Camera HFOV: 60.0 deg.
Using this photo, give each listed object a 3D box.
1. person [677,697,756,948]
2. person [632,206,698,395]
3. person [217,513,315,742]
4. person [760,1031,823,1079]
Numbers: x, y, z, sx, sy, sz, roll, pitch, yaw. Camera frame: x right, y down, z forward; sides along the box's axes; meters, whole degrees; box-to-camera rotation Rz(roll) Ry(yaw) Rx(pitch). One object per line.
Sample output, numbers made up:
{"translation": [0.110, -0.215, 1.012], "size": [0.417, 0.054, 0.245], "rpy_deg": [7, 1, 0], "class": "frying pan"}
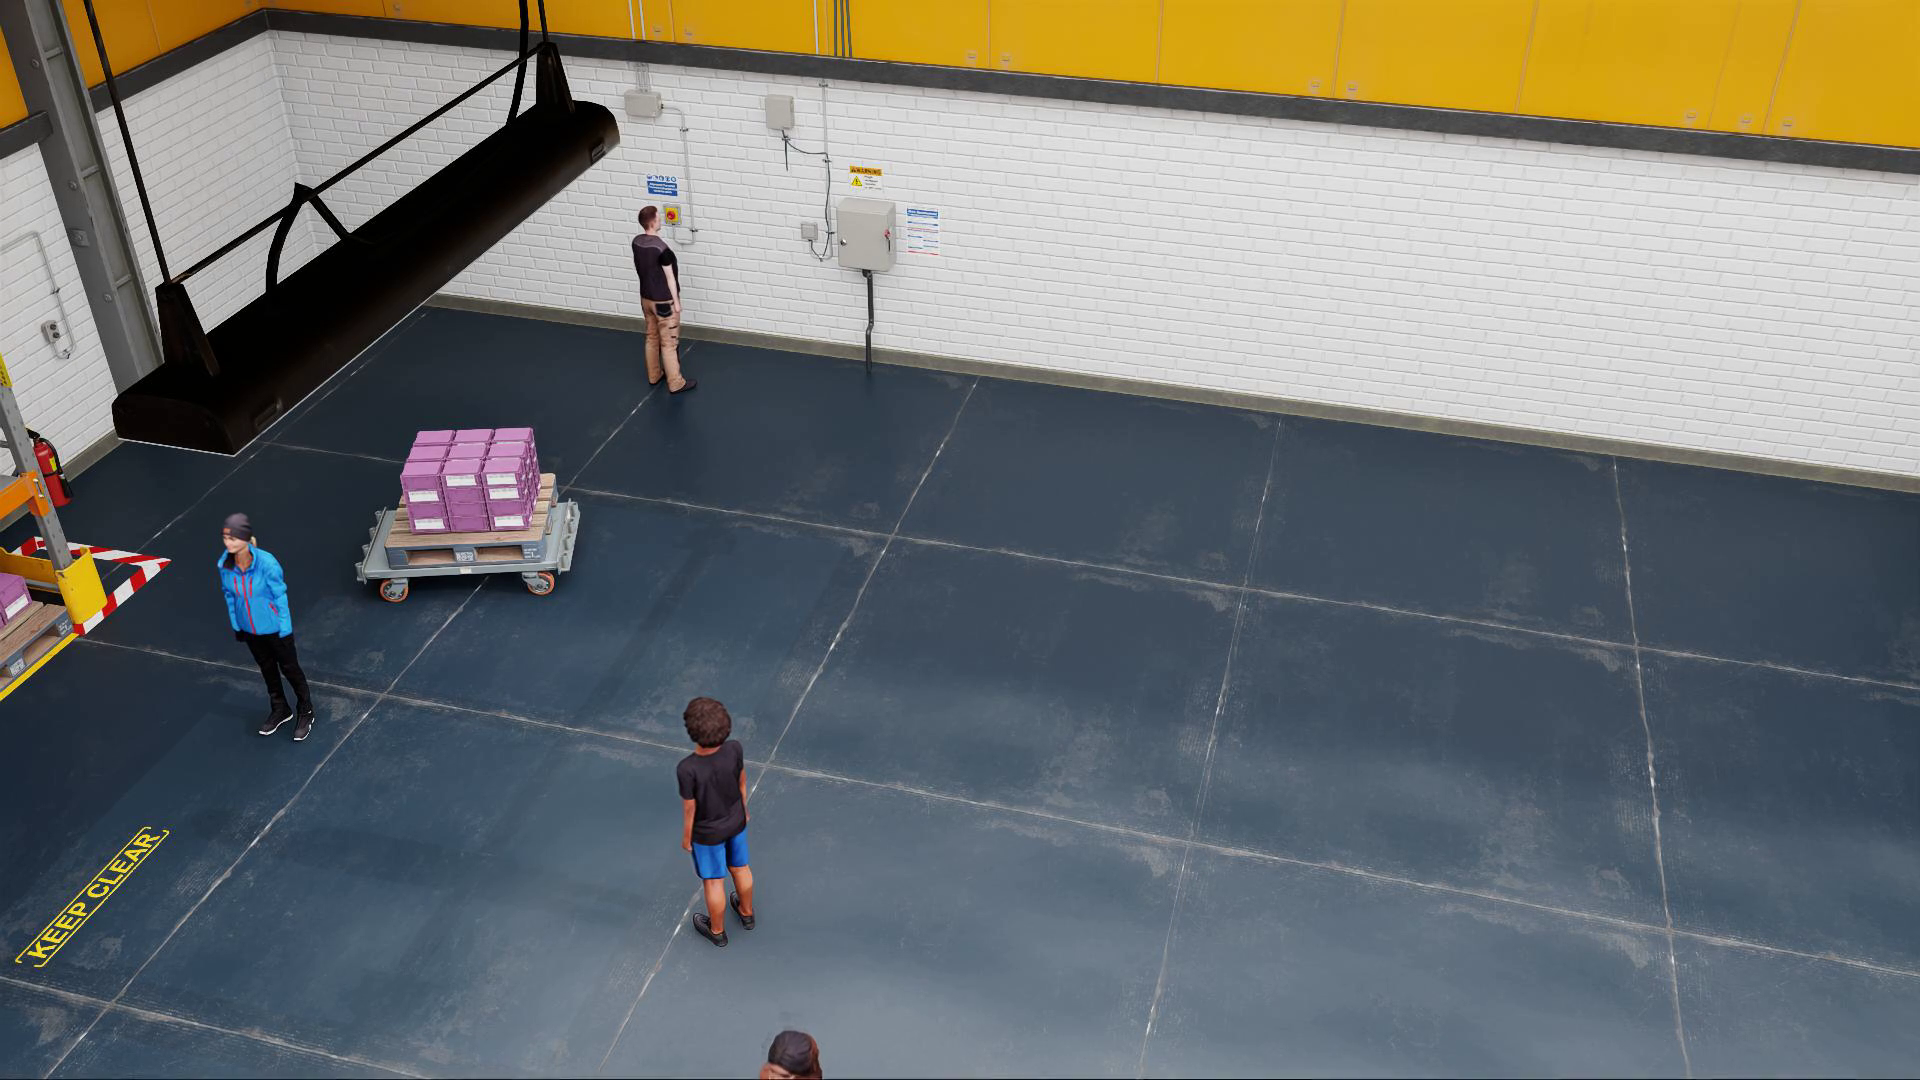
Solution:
{"translation": [-1.430, 1.666, 9.823], "size": [0.685, 1.799, 0.766], "rpy_deg": [-25, 41, -32], "class": "person"}
{"translation": [-2.857, -2.289, 15.735], "size": [0.770, 1.841, 0.756], "rpy_deg": [26, 42, 34], "class": "person"}
{"translation": [-4.778, 0.591, 11.442], "size": [0.616, 1.797, 0.513], "rpy_deg": [7, 34, 11], "class": "person"}
{"translation": [-0.748, 2.926, 8.001], "size": [0.667, 1.717, 0.694], "rpy_deg": [22, 39, 29], "class": "person"}
